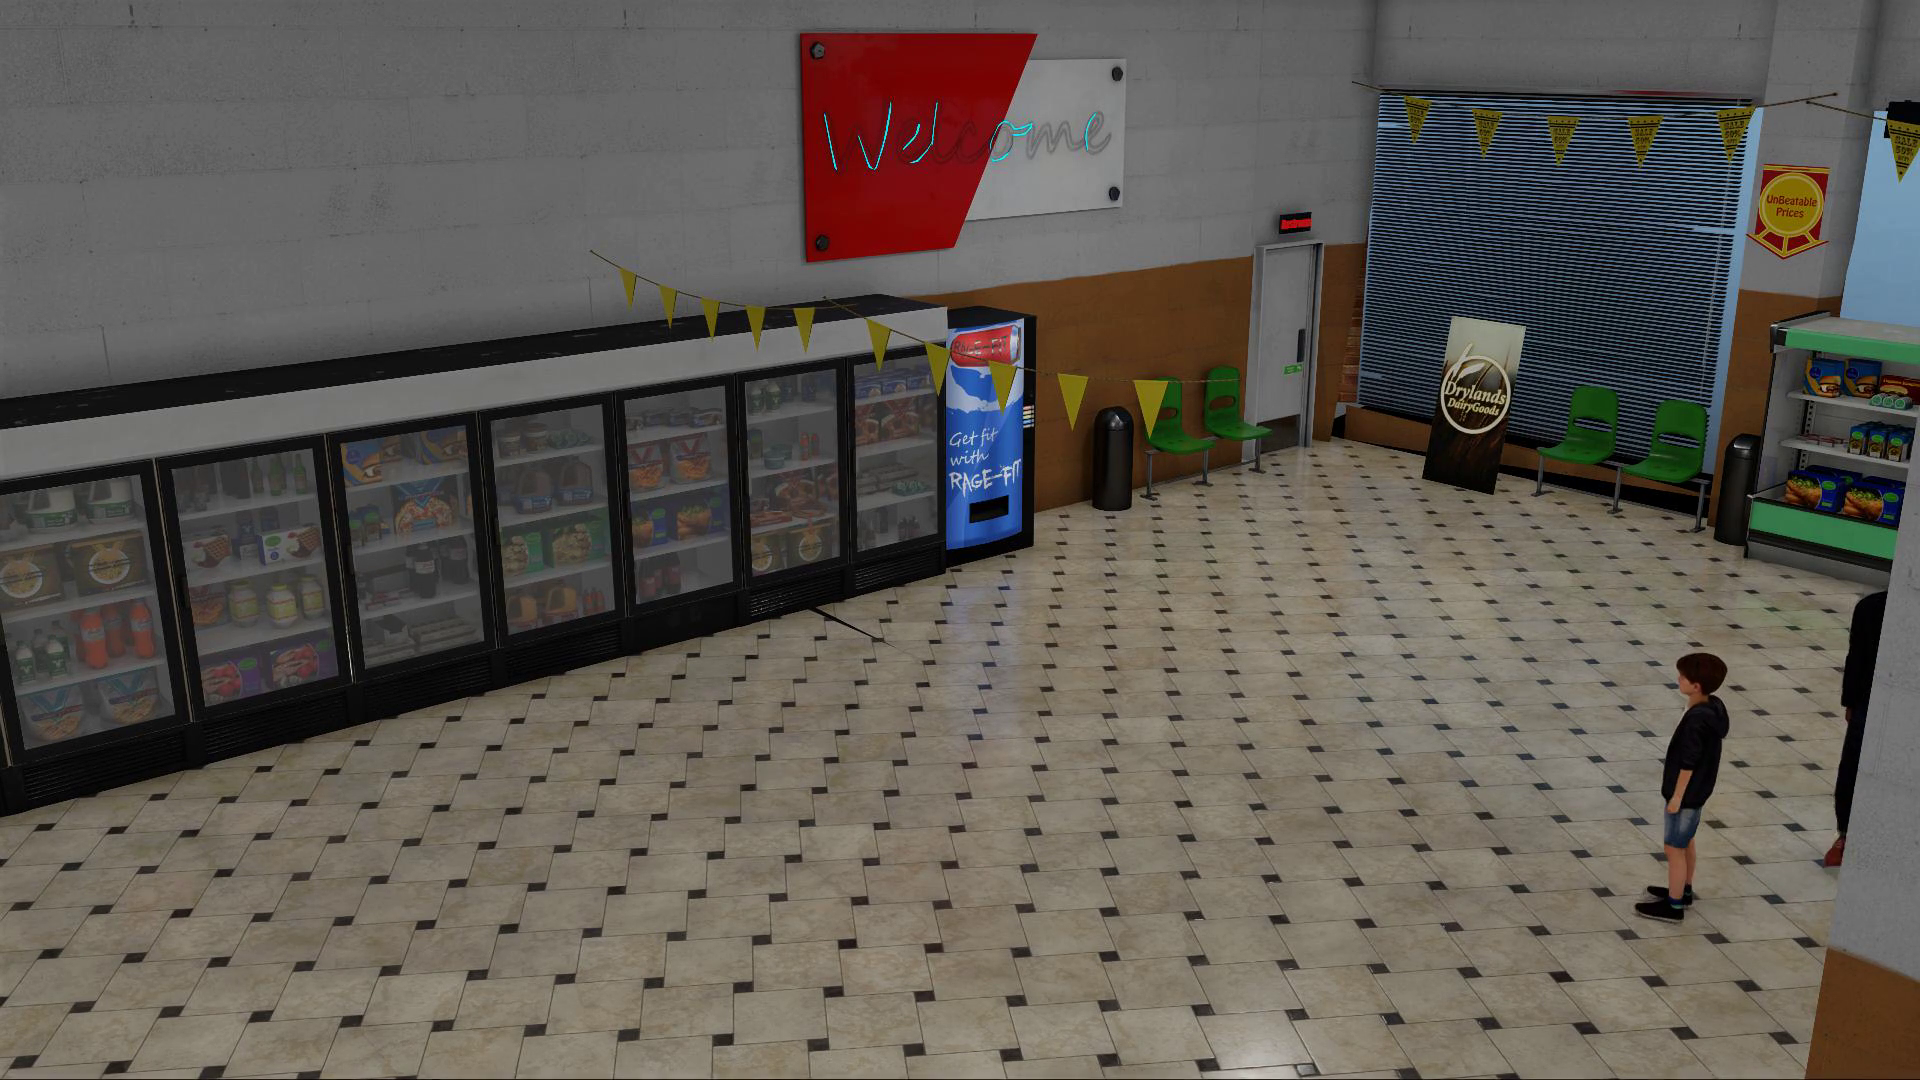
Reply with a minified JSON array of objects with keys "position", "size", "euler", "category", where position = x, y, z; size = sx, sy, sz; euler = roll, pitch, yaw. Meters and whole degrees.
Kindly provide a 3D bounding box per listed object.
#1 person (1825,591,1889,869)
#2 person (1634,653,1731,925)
[{"position":[5.093,0.930,9.047],"size":[0.708,1.803,0.822],"euler":[13,21,36],"category":"person"},{"position":[3.755,1.263,8.562],"size":[0.597,1.447,0.590],"euler":[12,21,34],"category":"person"}]
